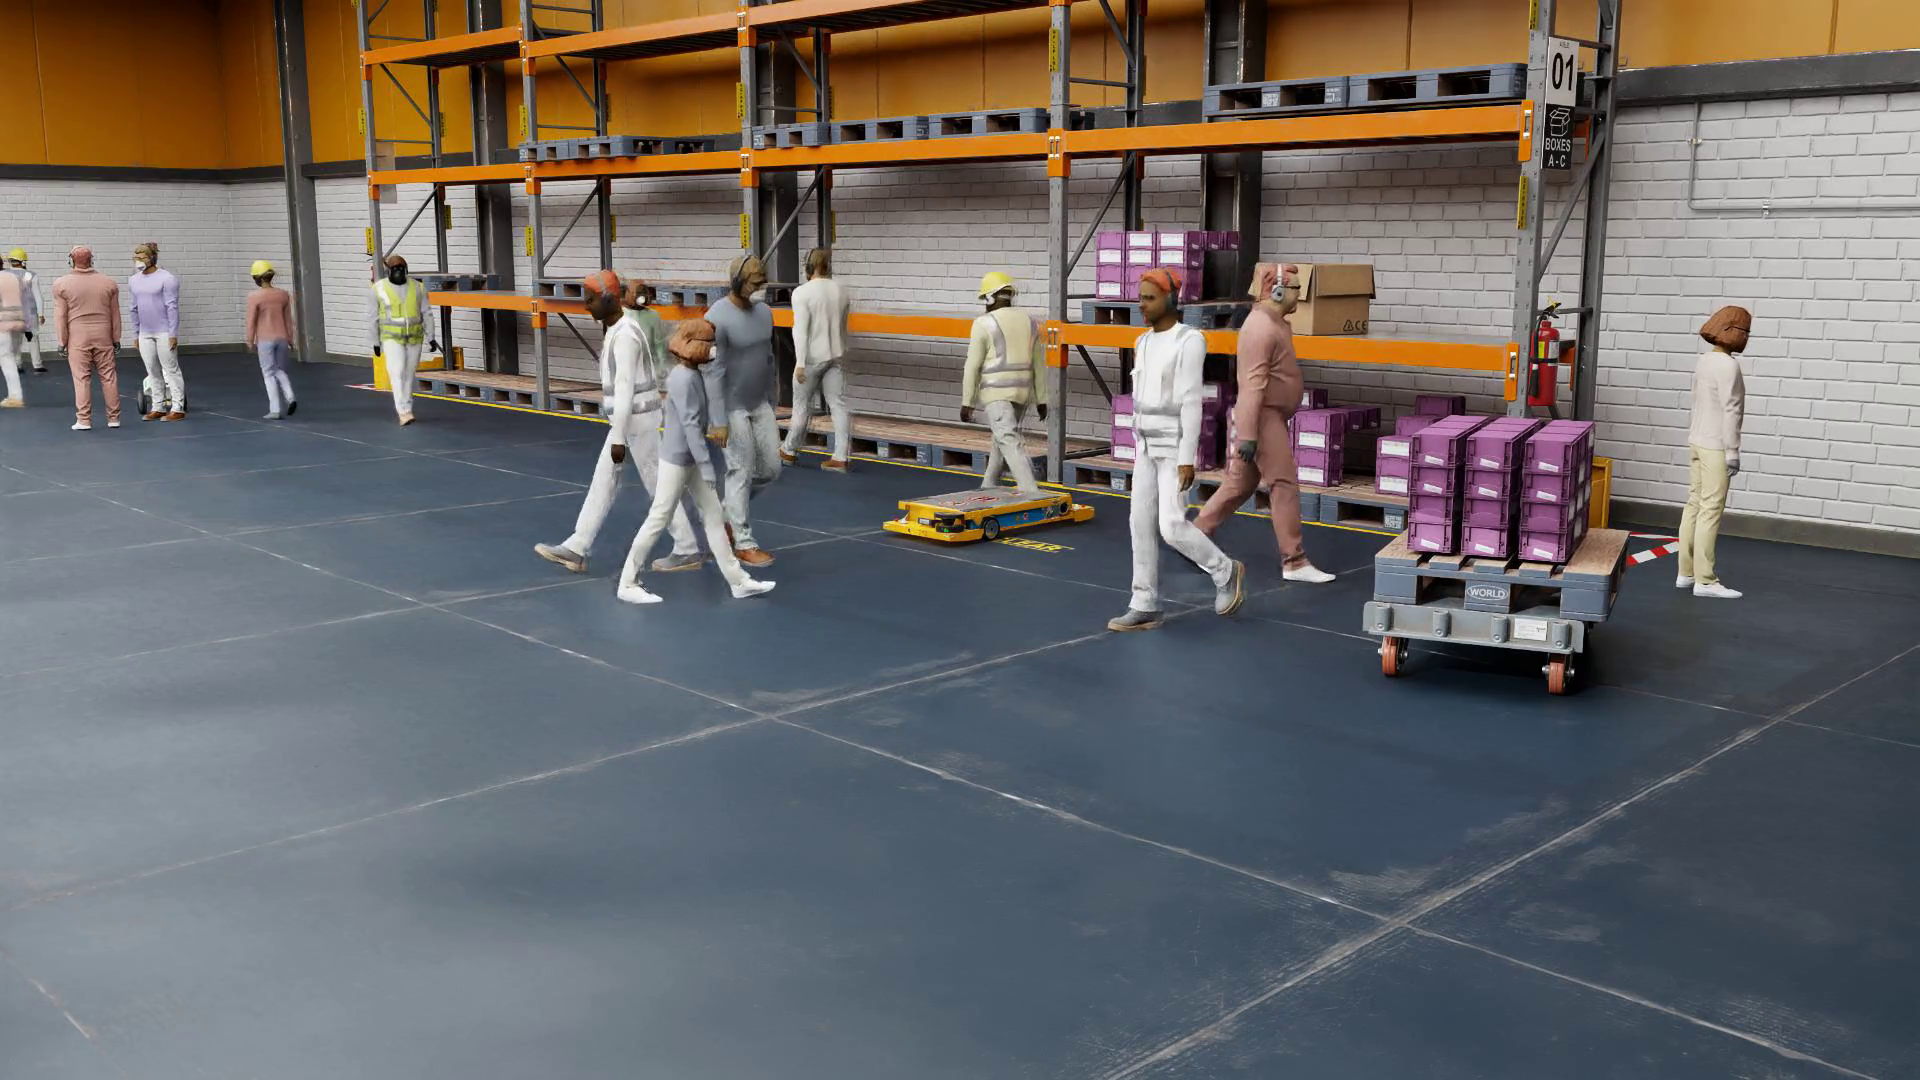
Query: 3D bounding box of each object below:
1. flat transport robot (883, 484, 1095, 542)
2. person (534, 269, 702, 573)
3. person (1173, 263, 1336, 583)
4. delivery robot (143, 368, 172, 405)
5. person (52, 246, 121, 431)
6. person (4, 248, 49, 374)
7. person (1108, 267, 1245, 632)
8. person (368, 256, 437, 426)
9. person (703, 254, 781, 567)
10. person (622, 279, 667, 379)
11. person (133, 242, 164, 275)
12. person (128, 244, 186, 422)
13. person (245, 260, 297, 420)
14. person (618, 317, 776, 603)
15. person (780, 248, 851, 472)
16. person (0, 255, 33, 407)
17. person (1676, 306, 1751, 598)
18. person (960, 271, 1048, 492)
[{"bbox_3d":[0.217,-0.201,11.467,1.431,0.197,0.652,-10,14,-44],"label":"flat transport robot"},{"bbox_3d":[-2.024,-0.681,9.862,1.013,1.816,0.650,-3,11,-18],"label":"person"},{"bbox_3d":[1.724,-0.685,9.765,0.927,1.873,0.653,2,11,10],"label":"person"},{"bbox_3d":[-9.151,-1.786,19.081,0.477,0.478,0.707,-4,11,-20],"label":"delivery robot"},{"bbox_3d":[-9.083,-2.094,17.332,0.409,1.908,0.642,10,15,44],"label":"person"},{"bbox_3d":[-13.650,-3.324,24.236,0.601,1.830,0.404,-1,10,-6],"label":"person"},{"bbox_3d":[1.103,-0.455,8.510,0.681,1.869,0.600,-5,12,-27],"label":"person"},{"bbox_3d":[-5.931,-2.125,17.798,0.632,1.798,0.928,-7,13,-35],"label":"person"},{"bbox_3d":[-1.362,-0.780,10.138,0.502,1.913,0.657,6,12,32],"label":"person"},{"bbox_3d":[-2.992,-1.611,15.478,0.516,1.620,0.348,-10,14,-43],"label":"person"},{"bbox_3d":[-13.150,-3.895,27.152,0.651,1.906,0.402,5,12,27],"label":"person"},{"bbox_3d":[-8.735,-2.239,18.081,0.622,1.932,0.383,3,11,16],"label":"person"},{"bbox_3d":[-7.592,-2.194,18.291,0.367,1.750,0.544,7,12,33],"label":"person"},{"bbox_3d":[-1.501,-0.429,9.139,0.860,1.583,0.537,0,10,3],"label":"person"},{"bbox_3d":[-1.285,-1.553,14.389,0.660,1.897,0.955,-10,14,-43],"label":"person"},{"bbox_3d":[-11.325,-2.474,19.641,0.586,1.813,0.652,3,11,15],"label":"person"},{"bbox_3d":[4.264,-0.499,9.378,0.280,1.633,0.498,1,10,4],"label":"person"},{"bbox_3d":[0.343,-1.028,11.908,0.627,1.776,0.953,-9,14,-40],"label":"person"}]
